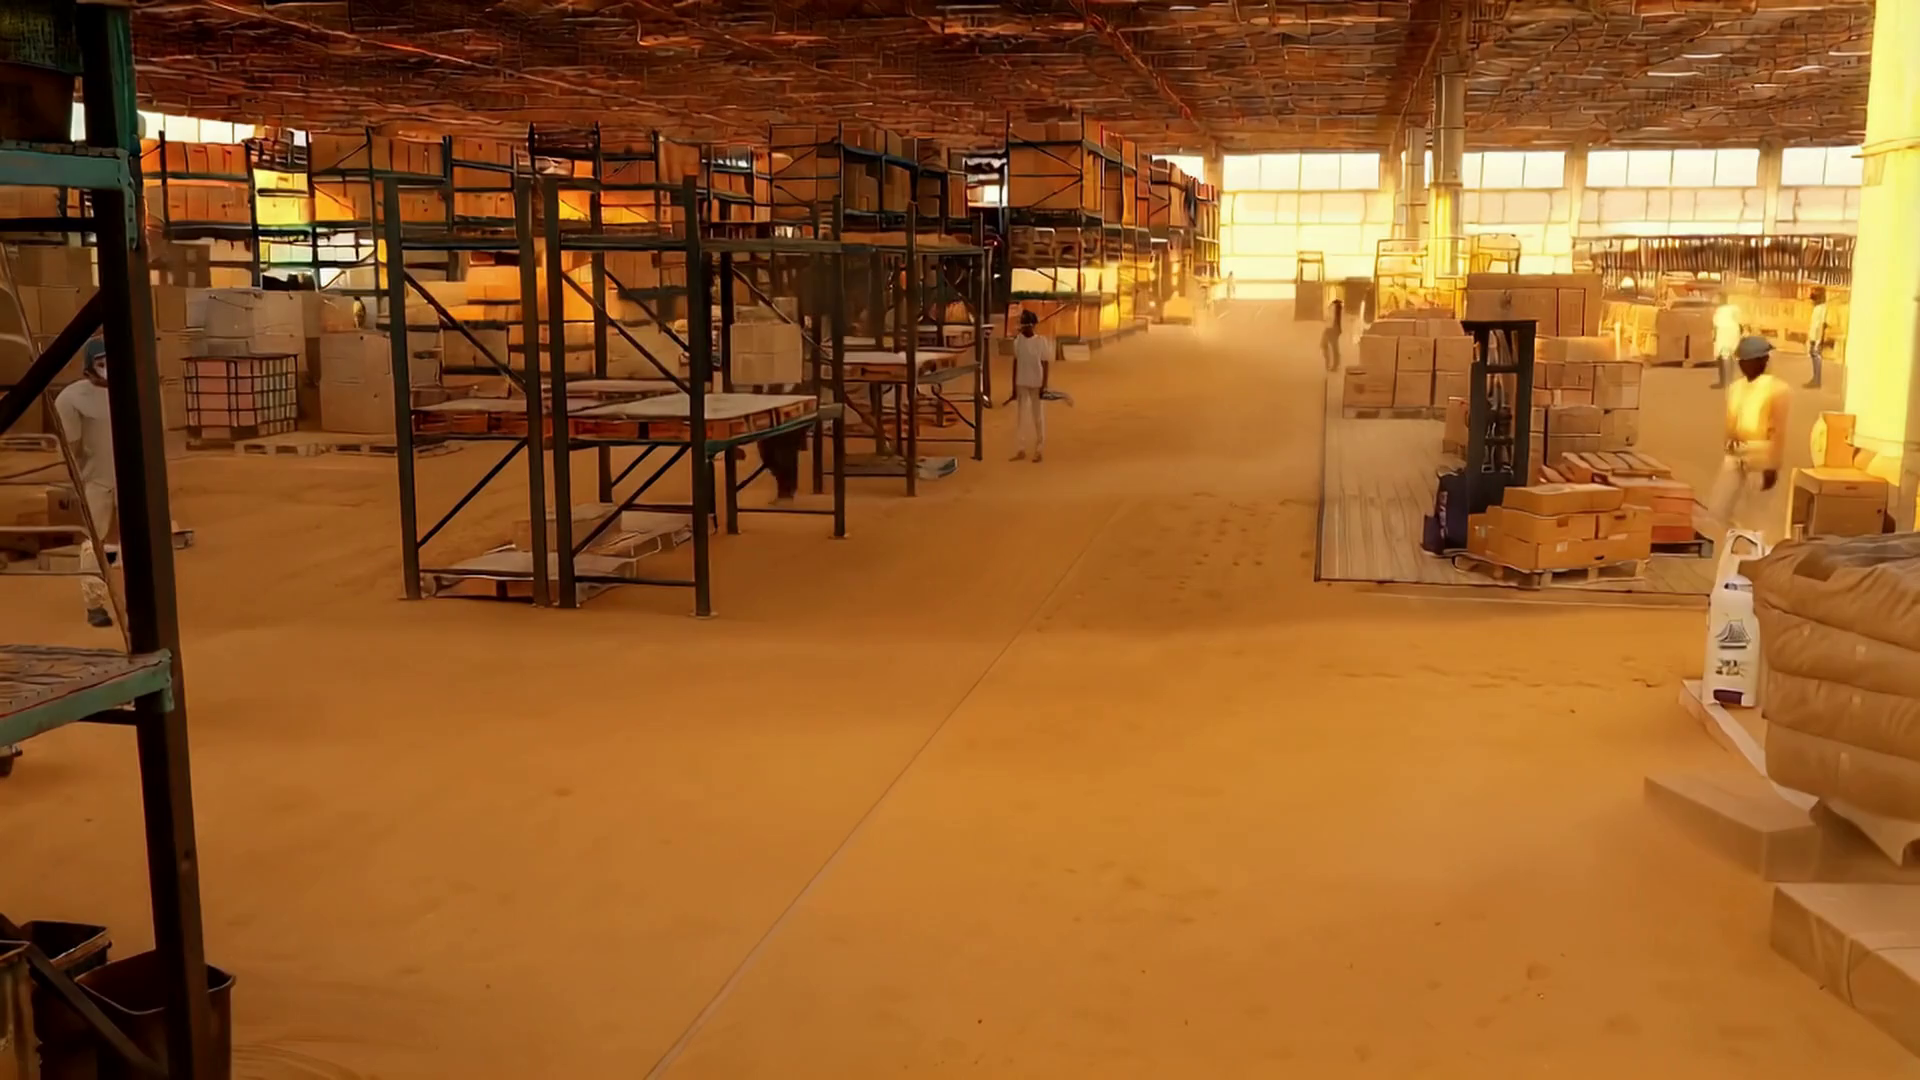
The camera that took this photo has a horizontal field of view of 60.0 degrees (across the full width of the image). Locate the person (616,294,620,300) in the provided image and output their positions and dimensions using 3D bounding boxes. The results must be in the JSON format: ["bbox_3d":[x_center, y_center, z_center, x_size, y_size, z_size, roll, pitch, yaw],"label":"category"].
[{"bbox_3d":[-8.445,-5.239,40.931,0.524,1.631,0.314,0,10,2],"label":"person"}]

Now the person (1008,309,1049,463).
[{"bbox_3d":[0.839,-1.877,20.314,0.535,1.868,0.309,6,11,33],"label":"person"}]

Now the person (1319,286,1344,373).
[{"bbox_3d":[8.075,-4.580,36.237,0.559,1.899,0.597,-2,10,-13],"label":"person"}]

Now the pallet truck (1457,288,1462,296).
[{"bbox_3d":[20.506,-9.785,68.819,0.653,1.274,1.630,2,10,12],"label":"pallet truck"}]

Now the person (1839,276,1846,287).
[{"bbox_3d":[37.218,-10.254,70.224,0.309,1.769,0.524,0,10,0],"label":"person"}]

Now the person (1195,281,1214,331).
[{"bbox_3d":[8.367,-8.033,57.148,0.554,1.725,0.848,-7,12,-35],"label":"person"}]

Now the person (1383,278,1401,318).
[{"bbox_3d":[10.300,-5.231,39.675,0.428,2.031,0.629,6,11,33],"label":"person"}]

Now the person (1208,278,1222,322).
[{"bbox_3d":[10.067,-9.472,65.615,0.546,1.750,0.431,1,10,8],"label":"person"}]

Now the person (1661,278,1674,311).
[{"bbox_3d":[24.683,-8.226,58.056,0.403,1.821,0.602,7,12,34],"label":"person"}]

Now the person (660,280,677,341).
[{"bbox_3d":[-6.919,-5.211,39.734,0.460,1.973,0.643,-5,11,-26],"label":"person"}]

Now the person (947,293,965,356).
[{"bbox_3d":[-0.144,-5.525,42.679,0.547,1.616,0.549,-7,12,-35],"label":"person"}]

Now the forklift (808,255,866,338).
[{"bbox_3d":[-2.649,-4.723,34.175,1.129,2.768,1.873,2,10,12],"label":"forklift"}]

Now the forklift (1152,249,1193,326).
[{"bbox_3d":[7.646,-9.320,61.395,1.873,2.768,1.129,2,10,11],"label":"forklift"}]

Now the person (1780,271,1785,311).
[{"bbox_3d":[39.456,-11.988,79.784,0.416,2.008,0.654,3,10,19],"label":"person"}]

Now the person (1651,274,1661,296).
[{"bbox_3d":[30.067,-10.581,71.996,0.459,1.816,0.623,3,10,15],"label":"person"}]

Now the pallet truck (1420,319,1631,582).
[{"bbox_3d":[4.543,-0.757,13.299,0.823,1.965,1.885,-4,10,-22],"label":"pallet truck"}]

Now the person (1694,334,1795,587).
[{"bbox_3d":[5.826,-0.559,12.347,0.679,1.924,0.609,-4,11,-24],"label":"person"}]

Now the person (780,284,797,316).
[{"bbox_3d":[-3.943,-4.993,38.644,0.657,1.911,0.647,-8,13,-41],"label":"person"}]

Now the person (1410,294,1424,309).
[{"bbox_3d":[10.637,-4.887,38.743,0.549,1.655,0.847,-5,11,-26],"label":"person"}]

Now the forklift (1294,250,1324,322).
[{"bbox_3d":[13.778,-10.002,65.433,1.129,2.768,1.873,2,10,12],"label":"forklift"}]

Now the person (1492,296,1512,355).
[{"bbox_3d":[12.886,-4.930,39.178,0.754,1.607,0.515,8,12,39],"label":"person"}]

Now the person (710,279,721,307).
[{"bbox_3d":[-7.008,-6.549,47.850,0.661,1.906,0.885,-1,10,-7],"label":"person"}]

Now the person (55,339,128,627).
[{"bbox_3d":[-5.779,-0.396,11.338,0.379,1.940,0.629,8,12,38],"label":"person"}]

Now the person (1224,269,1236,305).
[{"bbox_3d":[14.564,-13.617,89.679,0.639,1.914,0.814,3,10,17],"label":"person"}]

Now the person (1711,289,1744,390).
[{"bbox_3d":[14.572,-3.774,31.407,0.476,1.925,0.767,-4,10,-23],"label":"person"}]

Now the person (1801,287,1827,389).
[{"bbox_3d":[16.371,-3.862,31.861,0.375,1.935,0.550,3,10,19],"label":"person"}]

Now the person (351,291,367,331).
[{"bbox_3d":[-15.741,-5.677,43.431,0.895,1.644,0.546,1,10,7],"label":"person"}]

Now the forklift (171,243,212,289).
[{"bbox_3d":[-16.930,-5.175,36.848,1.873,2.768,1.129,2,10,12],"label":"forklift"}]

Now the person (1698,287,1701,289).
[{"bbox_3d":[39.539,-13.427,89.110,0.676,1.730,0.568,2,10,14],"label":"person"}]

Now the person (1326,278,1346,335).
[{"bbox_3d":[12.218,-7.557,53.975,0.655,1.861,0.963,4,10,20],"label":"person"}]

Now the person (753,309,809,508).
[{"bbox_3d":[-1.775,-1.316,16.481,0.542,2.000,0.708,3,10,19],"label":"person"}]
